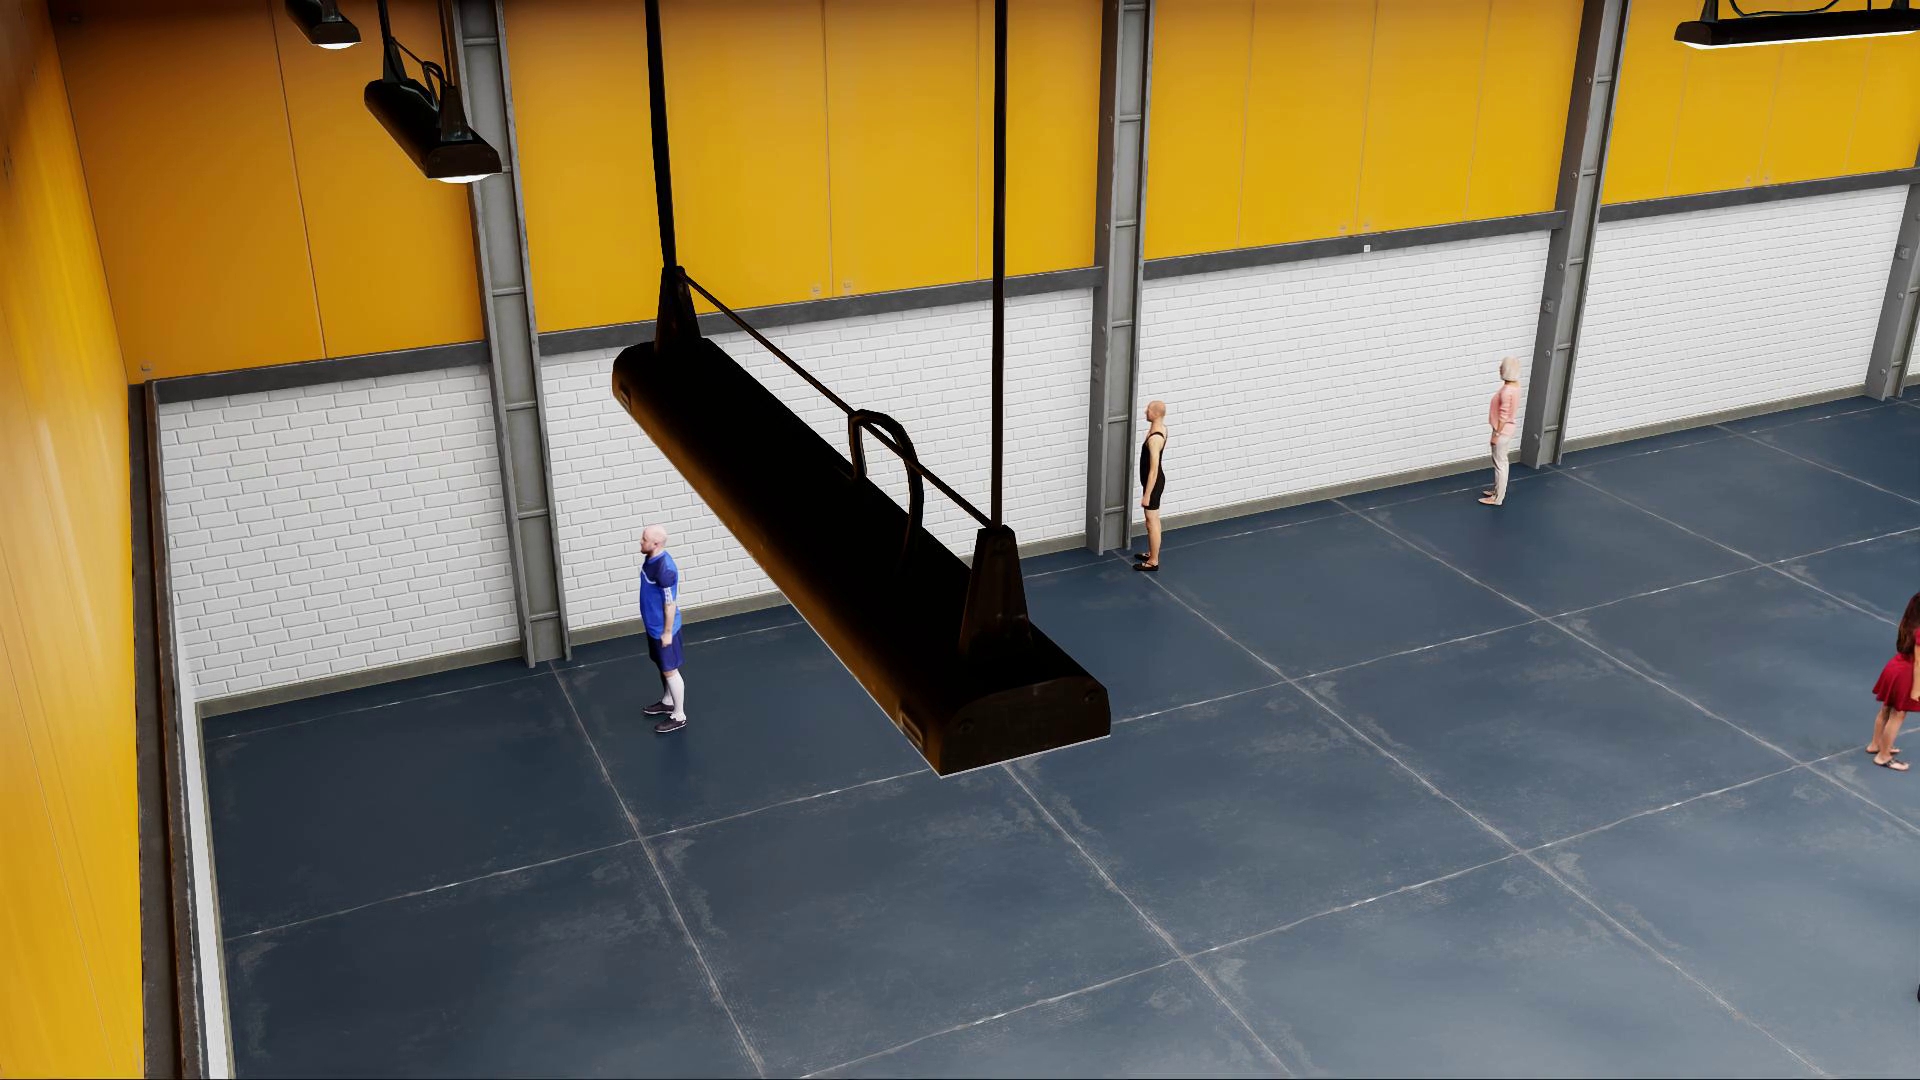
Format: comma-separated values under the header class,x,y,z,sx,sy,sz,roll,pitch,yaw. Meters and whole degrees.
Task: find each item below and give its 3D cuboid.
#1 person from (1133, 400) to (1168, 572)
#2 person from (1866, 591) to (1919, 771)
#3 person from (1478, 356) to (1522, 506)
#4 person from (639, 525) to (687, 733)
class,x,y,z,sx,sy,sz,roll,pitch,yaw
person,1.981,-0.565,17.020,0.717,1.816,0.710,4,24,8
person,7.690,1.103,13.532,0.736,1.553,0.677,5,24,10
person,6.099,-1.237,18.672,0.742,1.724,0.649,13,27,26
person,-2.520,0.718,14.053,0.543,1.842,0.657,-10,26,-23
